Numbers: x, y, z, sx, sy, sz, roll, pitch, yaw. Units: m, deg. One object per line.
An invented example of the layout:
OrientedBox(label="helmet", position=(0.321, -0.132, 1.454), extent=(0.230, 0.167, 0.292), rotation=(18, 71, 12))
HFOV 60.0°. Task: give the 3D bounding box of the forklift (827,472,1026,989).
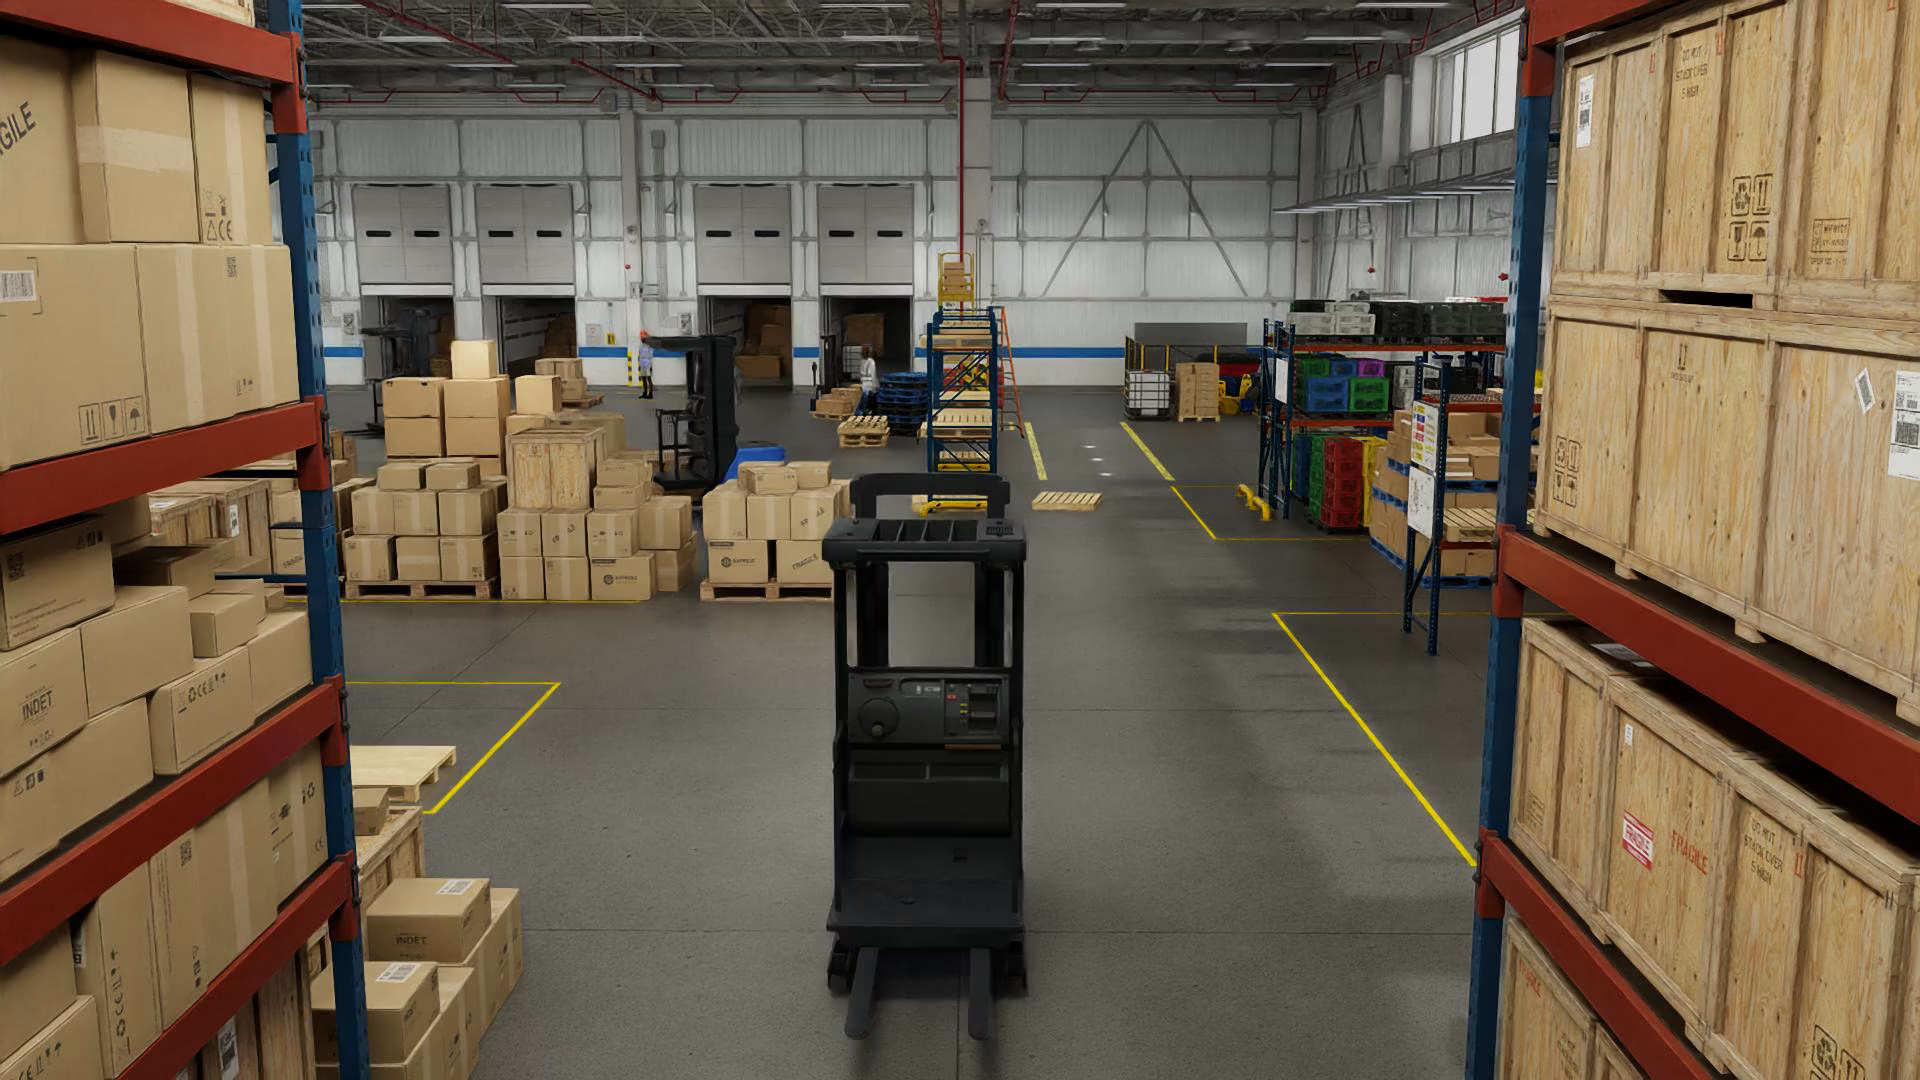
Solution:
OrientedBox(label="forklift", position=(-0.170, 0.991, 9.983), extent=(1.129, 2.768, 1.873), rotation=(0, 10, 1))

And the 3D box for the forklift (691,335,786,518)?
OrientedBox(label="forklift", position=(-3.780, -1.824, 26.224), extent=(1.873, 2.768, 1.129), rotation=(-4, 11, -24))

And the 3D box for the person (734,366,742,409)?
OrientedBox(label="person", position=(-5.108, -3.135, 36.594), extent=(0.643, 1.906, 0.821), rotation=(-2, 10, -11))

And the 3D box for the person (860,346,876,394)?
OrientedBox(label="person", position=(-2.172, -3.798, 40.547), extent=(0.581, 1.869, 0.586), rotation=(-6, 11, -30))

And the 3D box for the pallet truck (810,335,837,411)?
OrientedBox(label="pallet truck", position=(-3.021, -4.312, 43.126), extent=(1.885, 1.965, 0.823), rotation=(3, 10, 17))

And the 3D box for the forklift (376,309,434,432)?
OrientedBox(label="forklift", position=(-12.349, -3.849, 37.908), extent=(1.873, 2.768, 1.129), rotation=(-8, 13, -40))

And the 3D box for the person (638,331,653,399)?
OrientedBox(label="person", position=(-8.896, -4.945, 46.983), extent=(0.543, 1.929, 0.387), rotation=(8, 12, 38))
